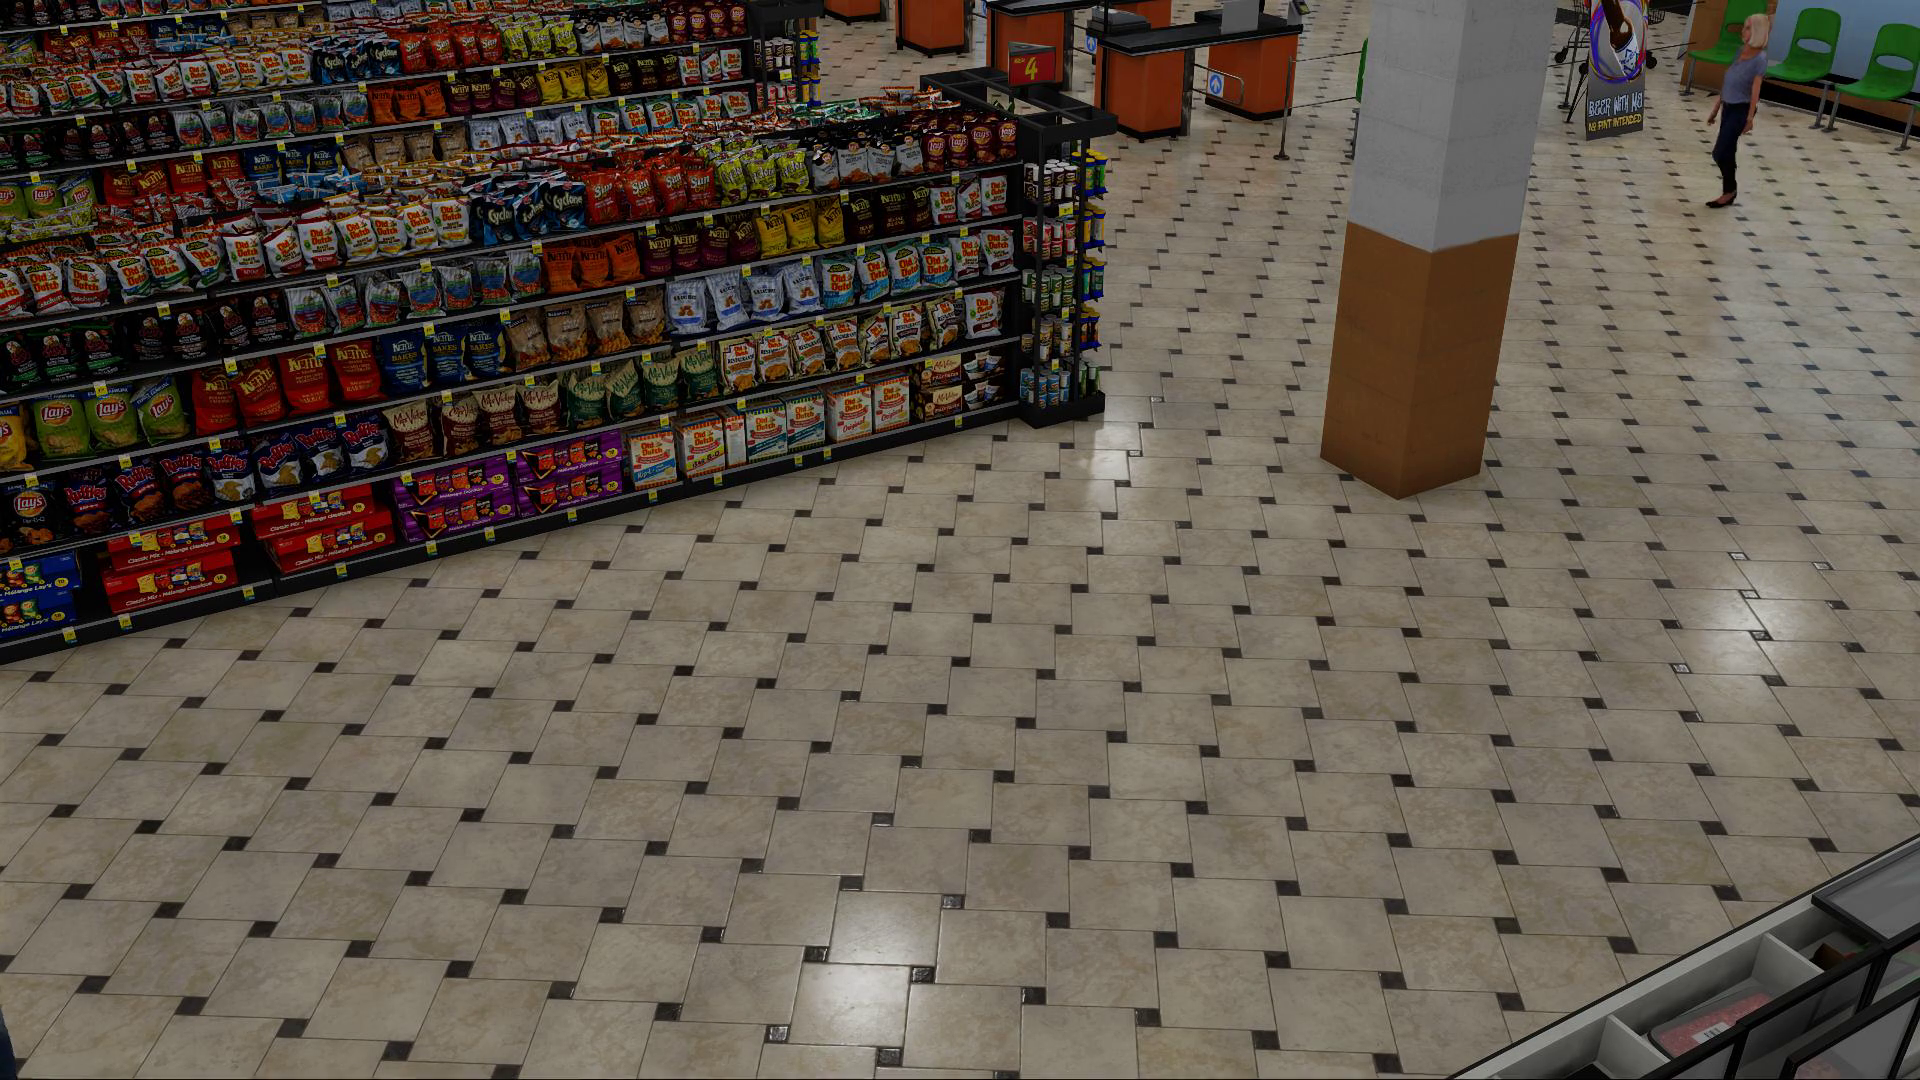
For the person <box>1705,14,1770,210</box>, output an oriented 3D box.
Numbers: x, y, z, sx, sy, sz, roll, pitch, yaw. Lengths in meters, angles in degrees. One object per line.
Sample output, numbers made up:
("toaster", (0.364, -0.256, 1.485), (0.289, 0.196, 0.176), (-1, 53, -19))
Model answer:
("person", (6.974, -3.784, 14.750), (0.708, 1.709, 0.682), (-1, 29, -2))
